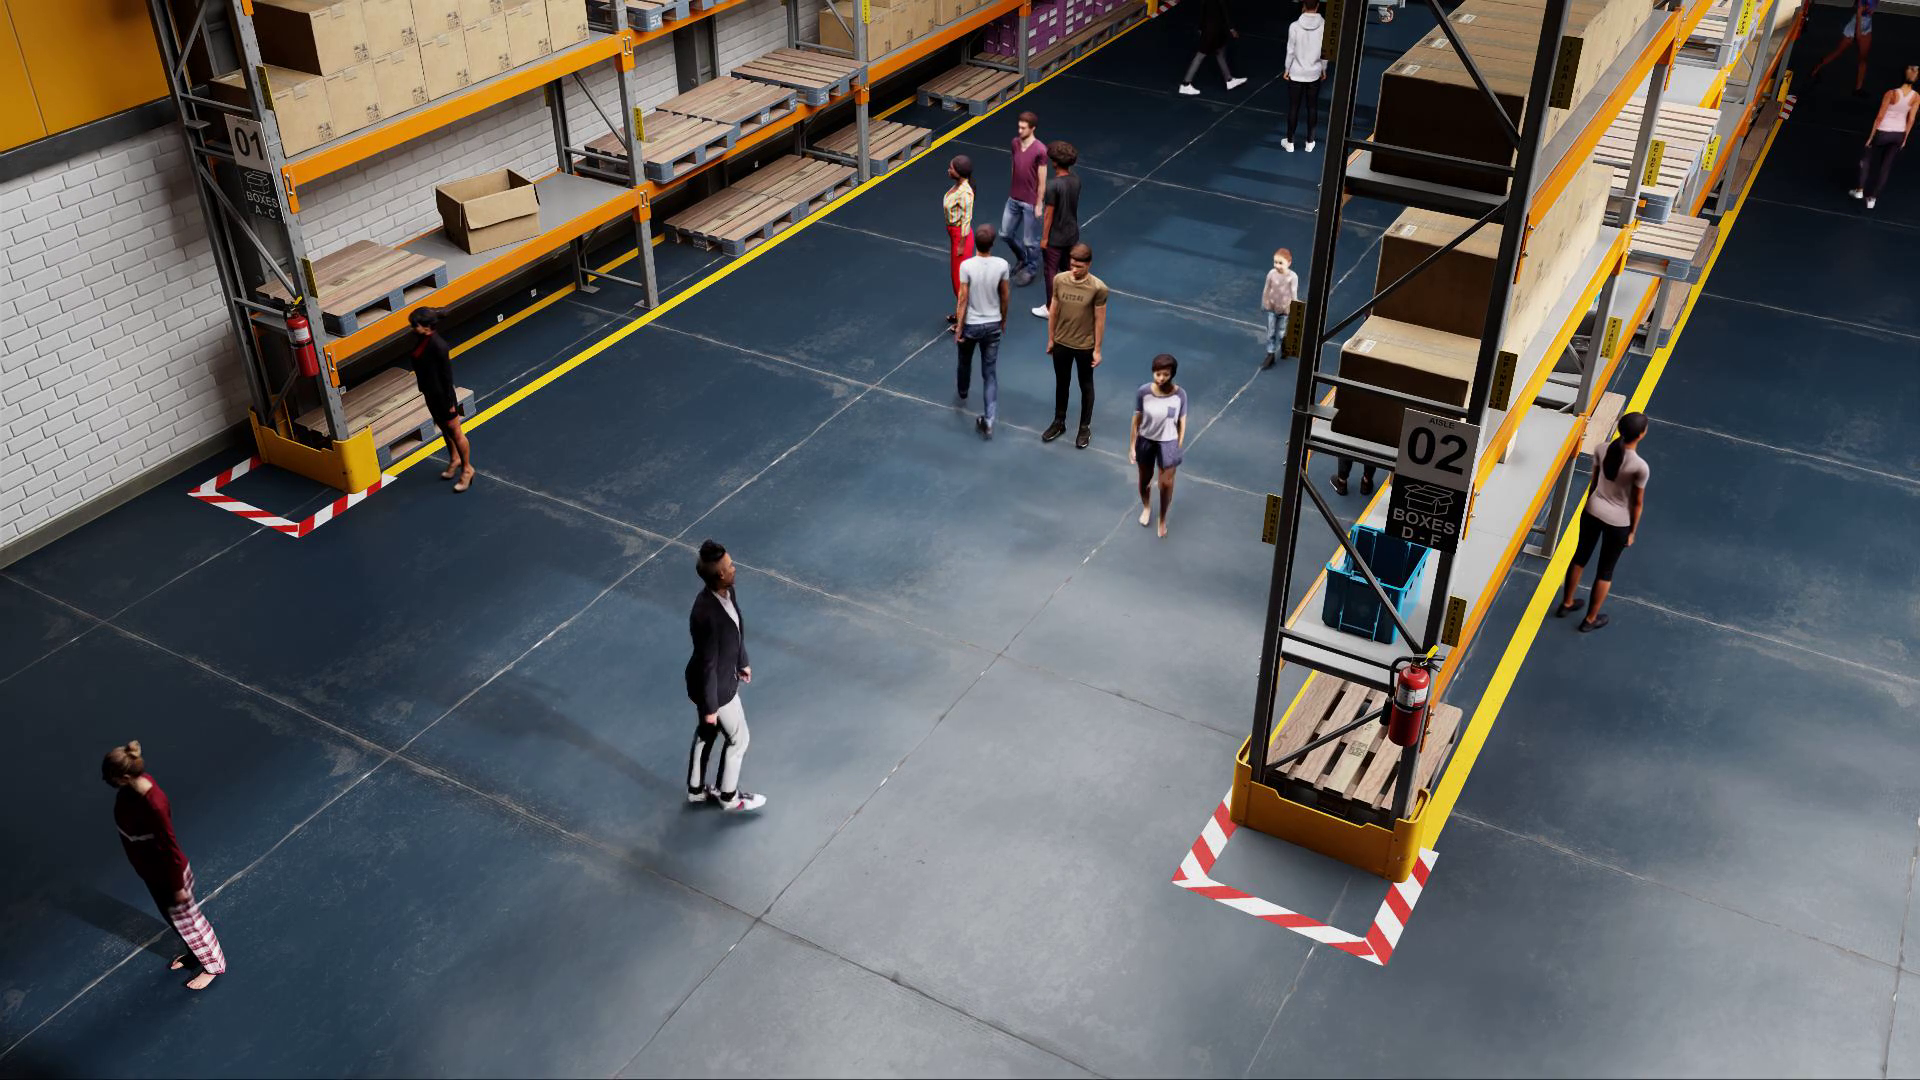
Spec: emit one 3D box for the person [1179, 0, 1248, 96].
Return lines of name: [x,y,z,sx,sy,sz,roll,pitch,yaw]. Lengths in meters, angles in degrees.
person: [3.208,-6.682,21.873,1.122,1.707,1.194,-1,34,-1]

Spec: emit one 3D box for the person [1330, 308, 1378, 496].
person: [3.296,-1.152,13.540,0.703,1.722,0.695,1,34,2]

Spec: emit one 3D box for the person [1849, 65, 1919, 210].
person: [10.436,-4.503,18.658,0.683,1.637,0.722,8,34,11]

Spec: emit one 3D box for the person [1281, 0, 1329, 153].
person: [4.197,-5.674,20.156,0.775,1.929,0.771,1,34,1]

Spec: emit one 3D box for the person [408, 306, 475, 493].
person: [-4.256,-1.166,13.638,0.694,1.636,0.651,-25,41,-32]

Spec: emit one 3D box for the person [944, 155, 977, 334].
person: [0.016,-2.857,16.041,0.743,1.792,0.657,-4,34,-6]

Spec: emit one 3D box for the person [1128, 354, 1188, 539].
person: [1.568,-0.811,13.187,0.660,1.546,0.722,8,34,12]

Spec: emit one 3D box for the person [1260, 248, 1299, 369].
person: [3.017,-2.190,15.585,0.497,1.187,0.598,19,38,26]

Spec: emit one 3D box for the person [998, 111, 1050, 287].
person: [0.741,-3.504,16.976,0.713,1.835,0.743,-28,43,-36]

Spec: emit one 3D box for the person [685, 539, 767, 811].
person: [-1.577,0.878,10.300,0.980,1.928,0.899,5,34,7]

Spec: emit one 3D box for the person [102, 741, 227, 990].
person: [-4.390,1.782,9.144,0.668,1.702,0.581,28,42,35]

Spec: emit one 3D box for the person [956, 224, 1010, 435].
person: [0.216,-1.791,14.422,1.148,1.811,1.248,-7,34,-11]

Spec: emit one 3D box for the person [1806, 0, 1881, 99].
person: [11.776,-6.756,21.985,1.158,1.706,1.031,-18,38,-25]

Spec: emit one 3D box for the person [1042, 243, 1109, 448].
person: [0.996,-1.691,14.237,0.672,1.849,0.576,15,36,21]

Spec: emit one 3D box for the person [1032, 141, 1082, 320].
person: [0.990,-3.039,16.329,0.726,1.777,0.570,25,41,33]

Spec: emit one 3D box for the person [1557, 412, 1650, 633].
person: [4.655,-0.144,12.003,0.656,1.744,0.664,-23,40,-31]
